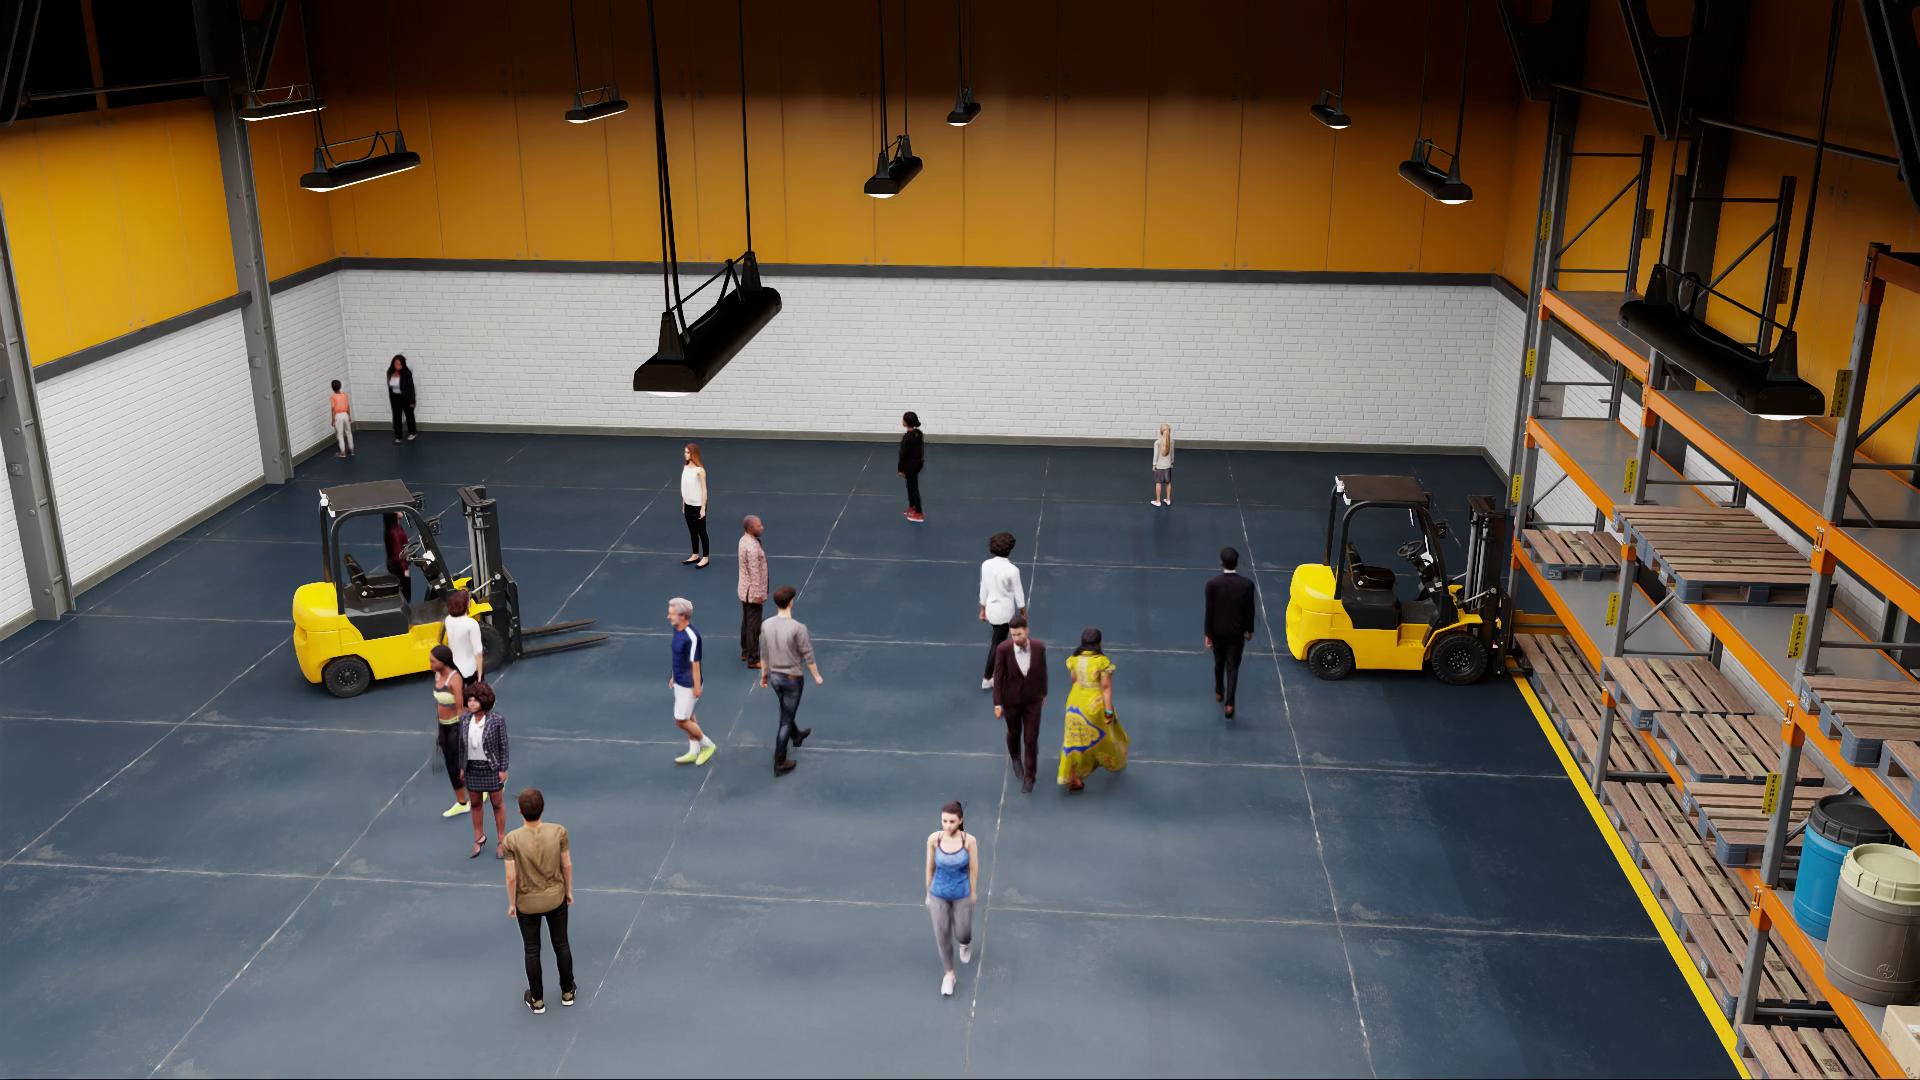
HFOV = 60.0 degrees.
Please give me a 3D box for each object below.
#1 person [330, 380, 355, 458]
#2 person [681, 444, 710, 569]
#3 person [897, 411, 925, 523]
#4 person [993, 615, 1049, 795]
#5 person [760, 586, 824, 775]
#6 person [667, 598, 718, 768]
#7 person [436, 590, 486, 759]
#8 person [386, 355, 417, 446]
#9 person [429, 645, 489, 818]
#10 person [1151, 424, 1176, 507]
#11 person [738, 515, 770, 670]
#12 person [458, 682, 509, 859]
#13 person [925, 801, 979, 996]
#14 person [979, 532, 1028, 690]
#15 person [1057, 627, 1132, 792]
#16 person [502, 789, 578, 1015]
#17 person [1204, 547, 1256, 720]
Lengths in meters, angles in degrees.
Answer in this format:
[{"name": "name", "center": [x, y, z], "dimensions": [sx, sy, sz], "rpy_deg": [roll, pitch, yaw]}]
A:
[{"name": "person", "center": [-10.379, -2.050, 27.899], "dimensions": [0.626, 1.310, 0.549], "rpy_deg": [17, 25, 40]}, {"name": "person", "center": [-3.591, -0.476, 22.577], "dimensions": [0.657, 1.722, 0.689], "rpy_deg": [17, 25, 40]}, {"name": "person", "center": [-0.627, -1.067, 24.431], "dimensions": [0.813, 1.659, 0.743], "rpy_deg": [12, 22, 33]}, {"name": "person", "center": [0.613, 1.544, 16.430], "dimensions": [0.791, 1.817, 1.169], "rpy_deg": [-2, 19, -6]}, {"name": "person", "center": [-1.789, 1.440, 16.662], "dimensions": [1.016, 1.866, 1.226], "rpy_deg": [11, 22, 30]}, {"name": "person", "center": [-2.676, 1.416, 16.794], "dimensions": [0.841, 1.827, 0.763], "rpy_deg": [-9, 21, -26]}, {"name": "person", "center": [-5.106, 1.401, 16.937], "dimensions": [0.776, 1.765, 1.136], "rpy_deg": [6, 20, 17]}, {"name": "person", "center": [-9.589, -2.435, 28.640], "dimensions": [0.695, 1.565, 0.968], "rpy_deg": [2, 19, 7]}, {"name": "person", "center": [-4.732, 1.790, 15.819], "dimensions": [0.782, 1.741, 0.853], "rpy_deg": [17, 25, 41]}, {"name": "person", "center": [3.094, -1.155, 25.293], "dimensions": [0.594, 1.276, 0.631], "rpy_deg": [-8, 20, -21]}, {"name": "person", "center": [-2.418, 0.582, 19.303], "dimensions": [0.824, 1.807, 0.676], "rpy_deg": [-6, 20, -18]}, {"name": "person", "center": [-4.305, 2.074, 15.039], "dimensions": [0.616, 1.702, 0.547], "rpy_deg": [2, 19, 7]}, {"name": "person", "center": [-0.058, 2.777, 13.114], "dimensions": [0.595, 1.597, 0.806], "rpy_deg": [3, 19, 9]}, {"name": "person", "center": [0.409, 0.827, 18.650], "dimensions": [0.992, 1.759, 1.203], "rpy_deg": [12, 22, 31]}, {"name": "person", "center": [1.218, 1.705, 16.303], "dimensions": [1.160, 1.594, 1.422], "rpy_deg": [13, 23, 34]}, {"name": "person", "center": [-3.219, 2.756, 12.778], "dimensions": [0.748, 1.852, 0.743], "rpy_deg": [-8, 20, -22]}, {"name": "person", "center": [2.897, 1.027, 17.918], "dimensions": [0.786, 1.847, 1.226], "rpy_deg": [4, 19, 11]}]
